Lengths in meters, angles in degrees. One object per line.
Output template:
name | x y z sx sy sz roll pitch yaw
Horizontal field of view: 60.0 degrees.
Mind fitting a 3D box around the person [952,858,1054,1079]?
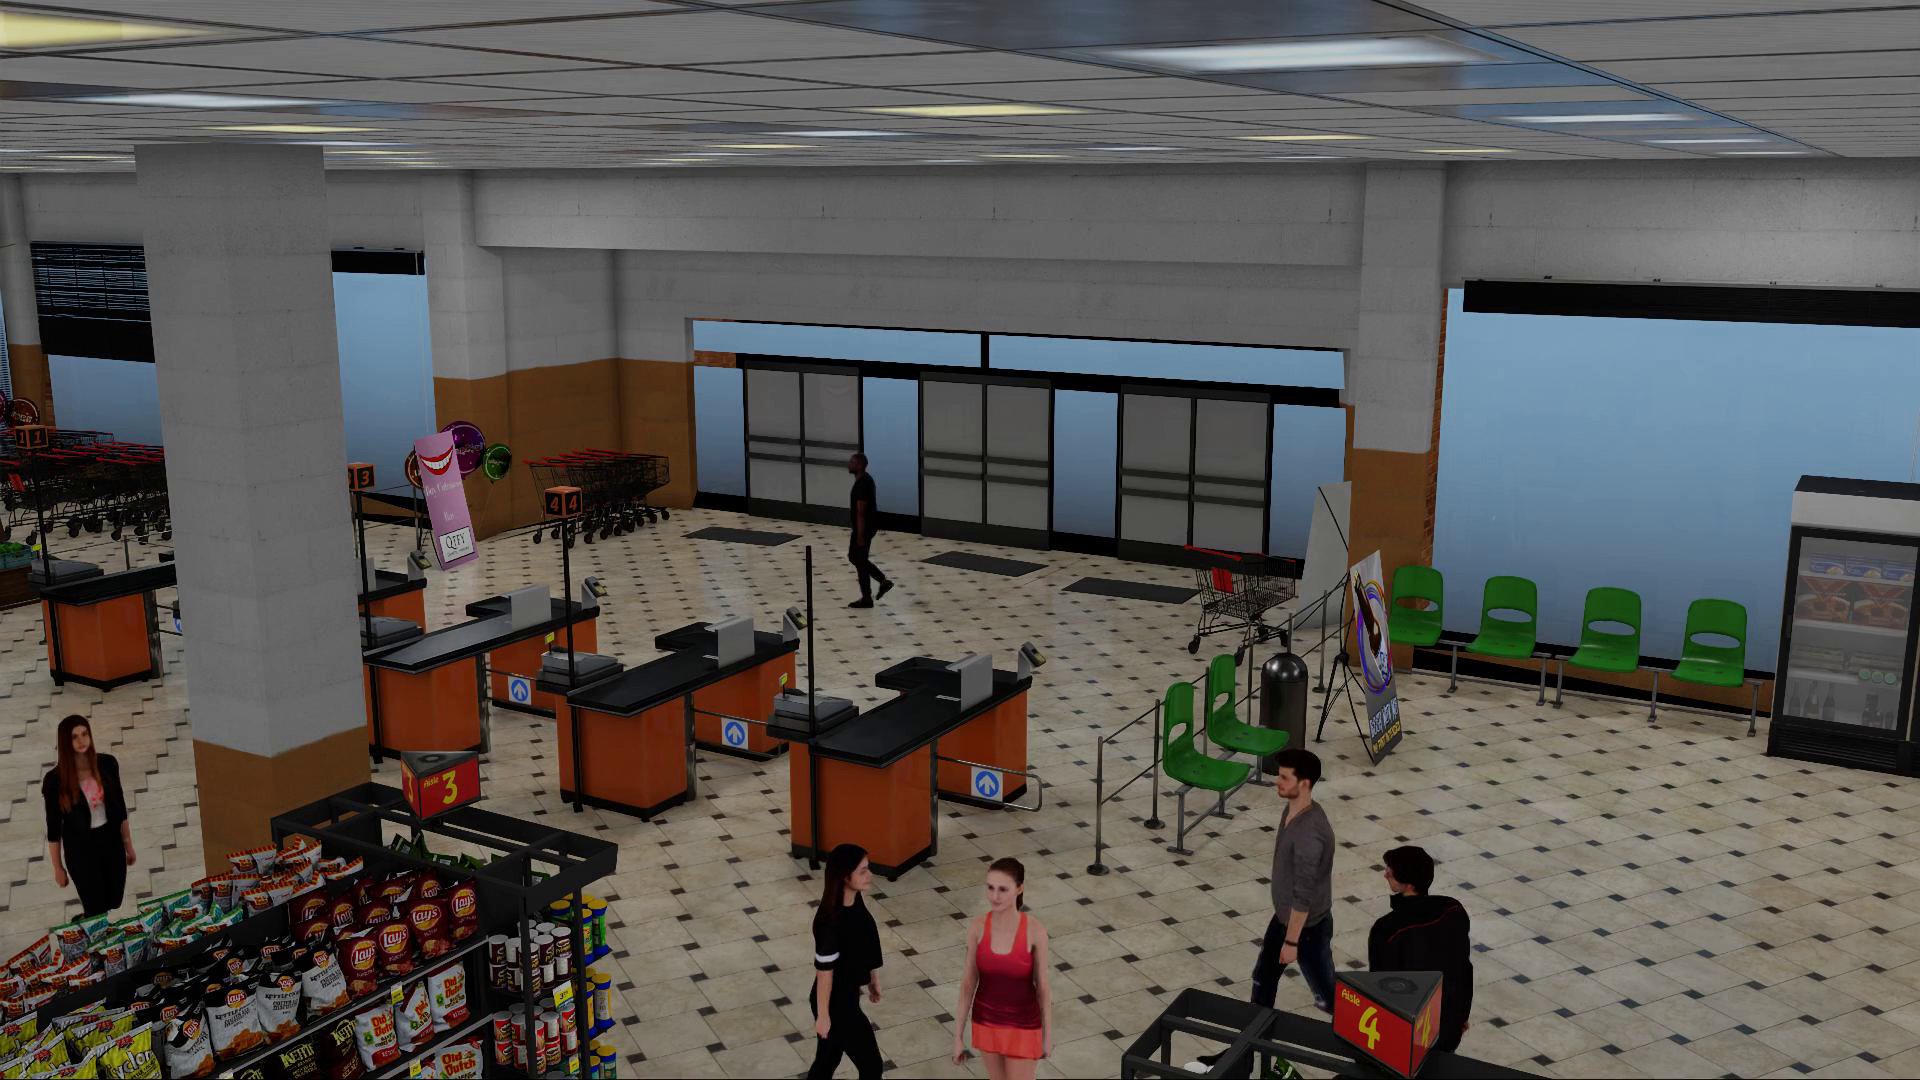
person | 0.259 2.298 7.875 0.659 1.715 1.095 5 13 22

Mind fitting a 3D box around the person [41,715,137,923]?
person | -5.261 1.855 10.029 0.754 1.694 0.957 9 15 38

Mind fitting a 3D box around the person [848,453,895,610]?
person | -1.018 -0.097 19.031 0.916 1.805 0.862 0 12 0

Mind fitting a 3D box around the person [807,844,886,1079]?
person | -0.665 2.274 8.228 0.848 1.617 0.908 2 12 11

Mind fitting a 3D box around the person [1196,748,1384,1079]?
person | 1.903 2.034 8.767 1.183 1.863 1.267 0 12 -2

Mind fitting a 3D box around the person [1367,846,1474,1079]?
person | 2.187 2.286 7.696 0.787 1.811 0.924 -5 13 -21
